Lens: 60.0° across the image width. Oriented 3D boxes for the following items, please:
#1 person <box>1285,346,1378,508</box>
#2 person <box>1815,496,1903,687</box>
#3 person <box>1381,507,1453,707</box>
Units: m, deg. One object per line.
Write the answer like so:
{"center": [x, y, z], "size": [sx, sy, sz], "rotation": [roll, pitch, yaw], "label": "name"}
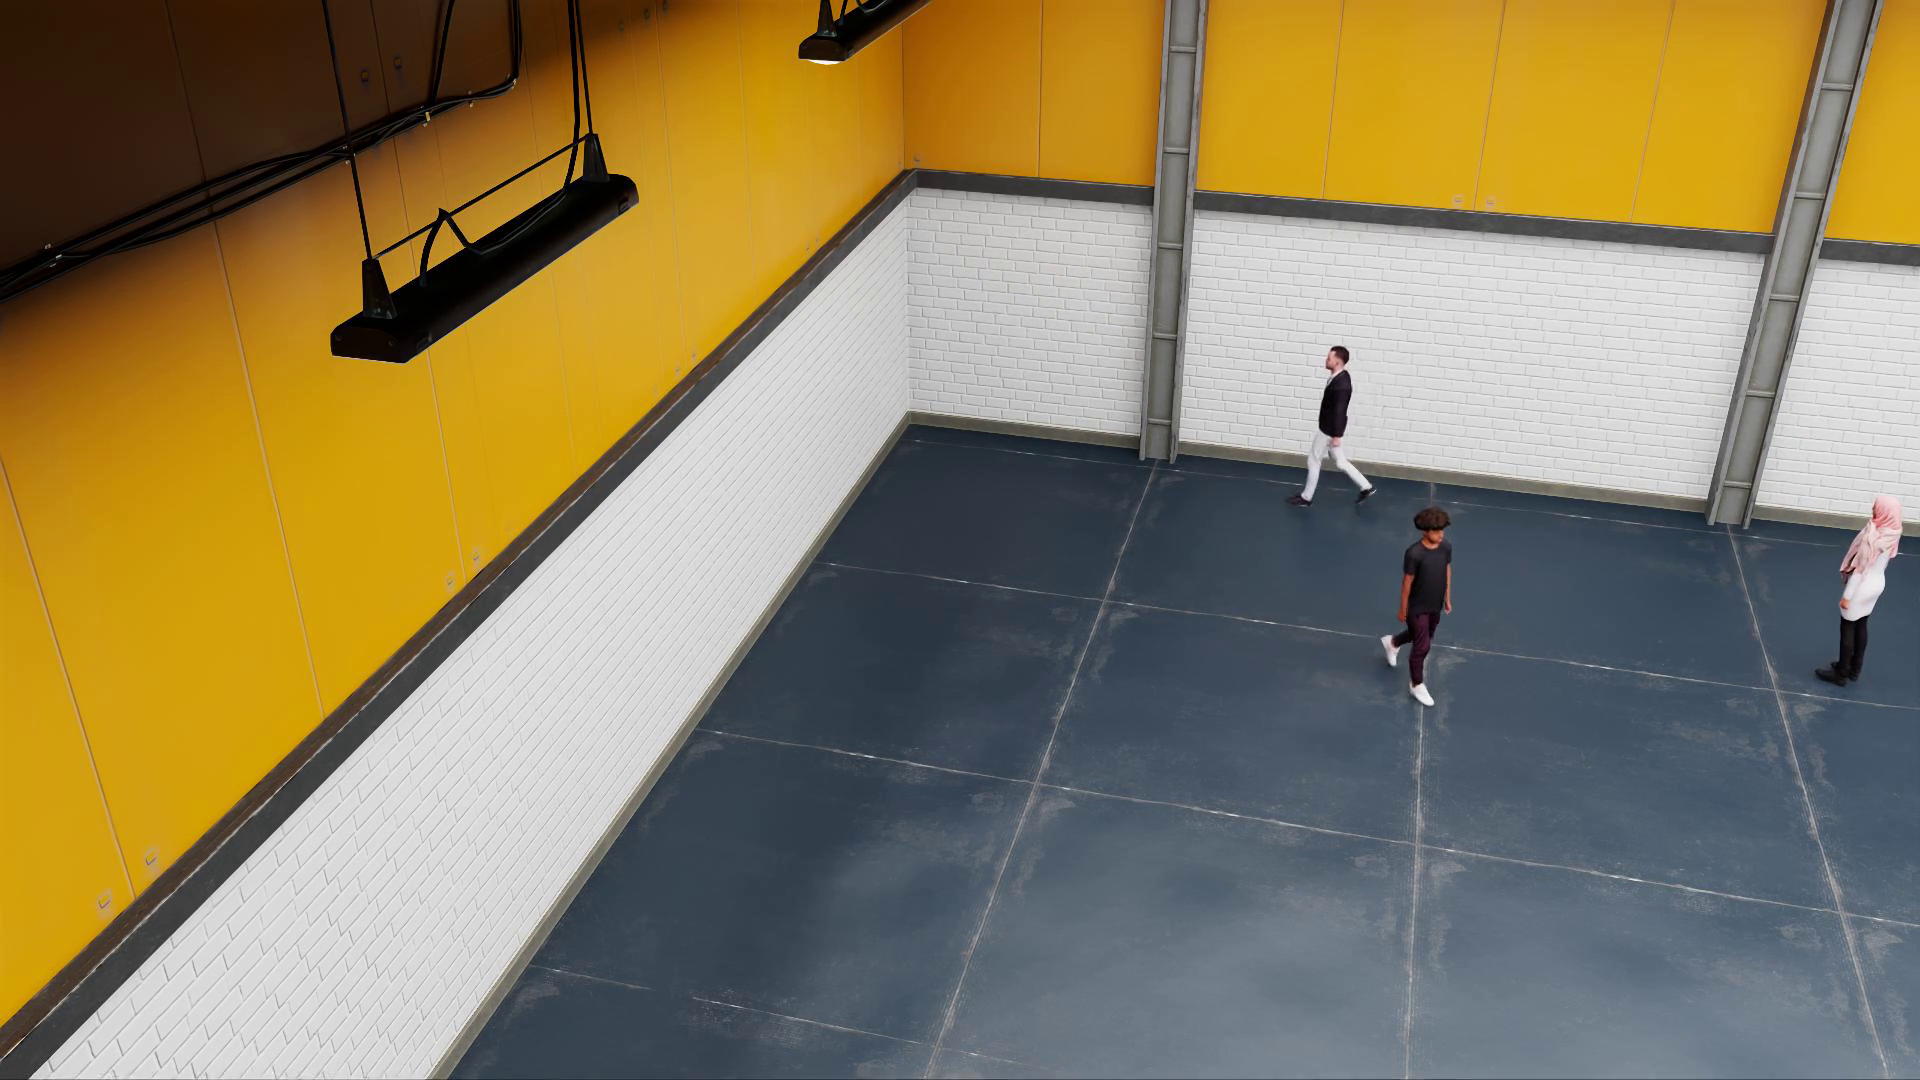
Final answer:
{"center": [3.961, -1.131, 17.244], "size": [1.147, 1.814, 0.686], "rotation": [7, 29, 12], "label": "person"}
{"center": [7.828, 0.431, 14.395], "size": [0.725, 1.799, 0.778], "rotation": [-17, 33, -28], "label": "person"}
{"center": [3.957, 0.488, 14.332], "size": [1.022, 1.760, 1.104], "rotation": [-16, 33, -27], "label": "person"}
